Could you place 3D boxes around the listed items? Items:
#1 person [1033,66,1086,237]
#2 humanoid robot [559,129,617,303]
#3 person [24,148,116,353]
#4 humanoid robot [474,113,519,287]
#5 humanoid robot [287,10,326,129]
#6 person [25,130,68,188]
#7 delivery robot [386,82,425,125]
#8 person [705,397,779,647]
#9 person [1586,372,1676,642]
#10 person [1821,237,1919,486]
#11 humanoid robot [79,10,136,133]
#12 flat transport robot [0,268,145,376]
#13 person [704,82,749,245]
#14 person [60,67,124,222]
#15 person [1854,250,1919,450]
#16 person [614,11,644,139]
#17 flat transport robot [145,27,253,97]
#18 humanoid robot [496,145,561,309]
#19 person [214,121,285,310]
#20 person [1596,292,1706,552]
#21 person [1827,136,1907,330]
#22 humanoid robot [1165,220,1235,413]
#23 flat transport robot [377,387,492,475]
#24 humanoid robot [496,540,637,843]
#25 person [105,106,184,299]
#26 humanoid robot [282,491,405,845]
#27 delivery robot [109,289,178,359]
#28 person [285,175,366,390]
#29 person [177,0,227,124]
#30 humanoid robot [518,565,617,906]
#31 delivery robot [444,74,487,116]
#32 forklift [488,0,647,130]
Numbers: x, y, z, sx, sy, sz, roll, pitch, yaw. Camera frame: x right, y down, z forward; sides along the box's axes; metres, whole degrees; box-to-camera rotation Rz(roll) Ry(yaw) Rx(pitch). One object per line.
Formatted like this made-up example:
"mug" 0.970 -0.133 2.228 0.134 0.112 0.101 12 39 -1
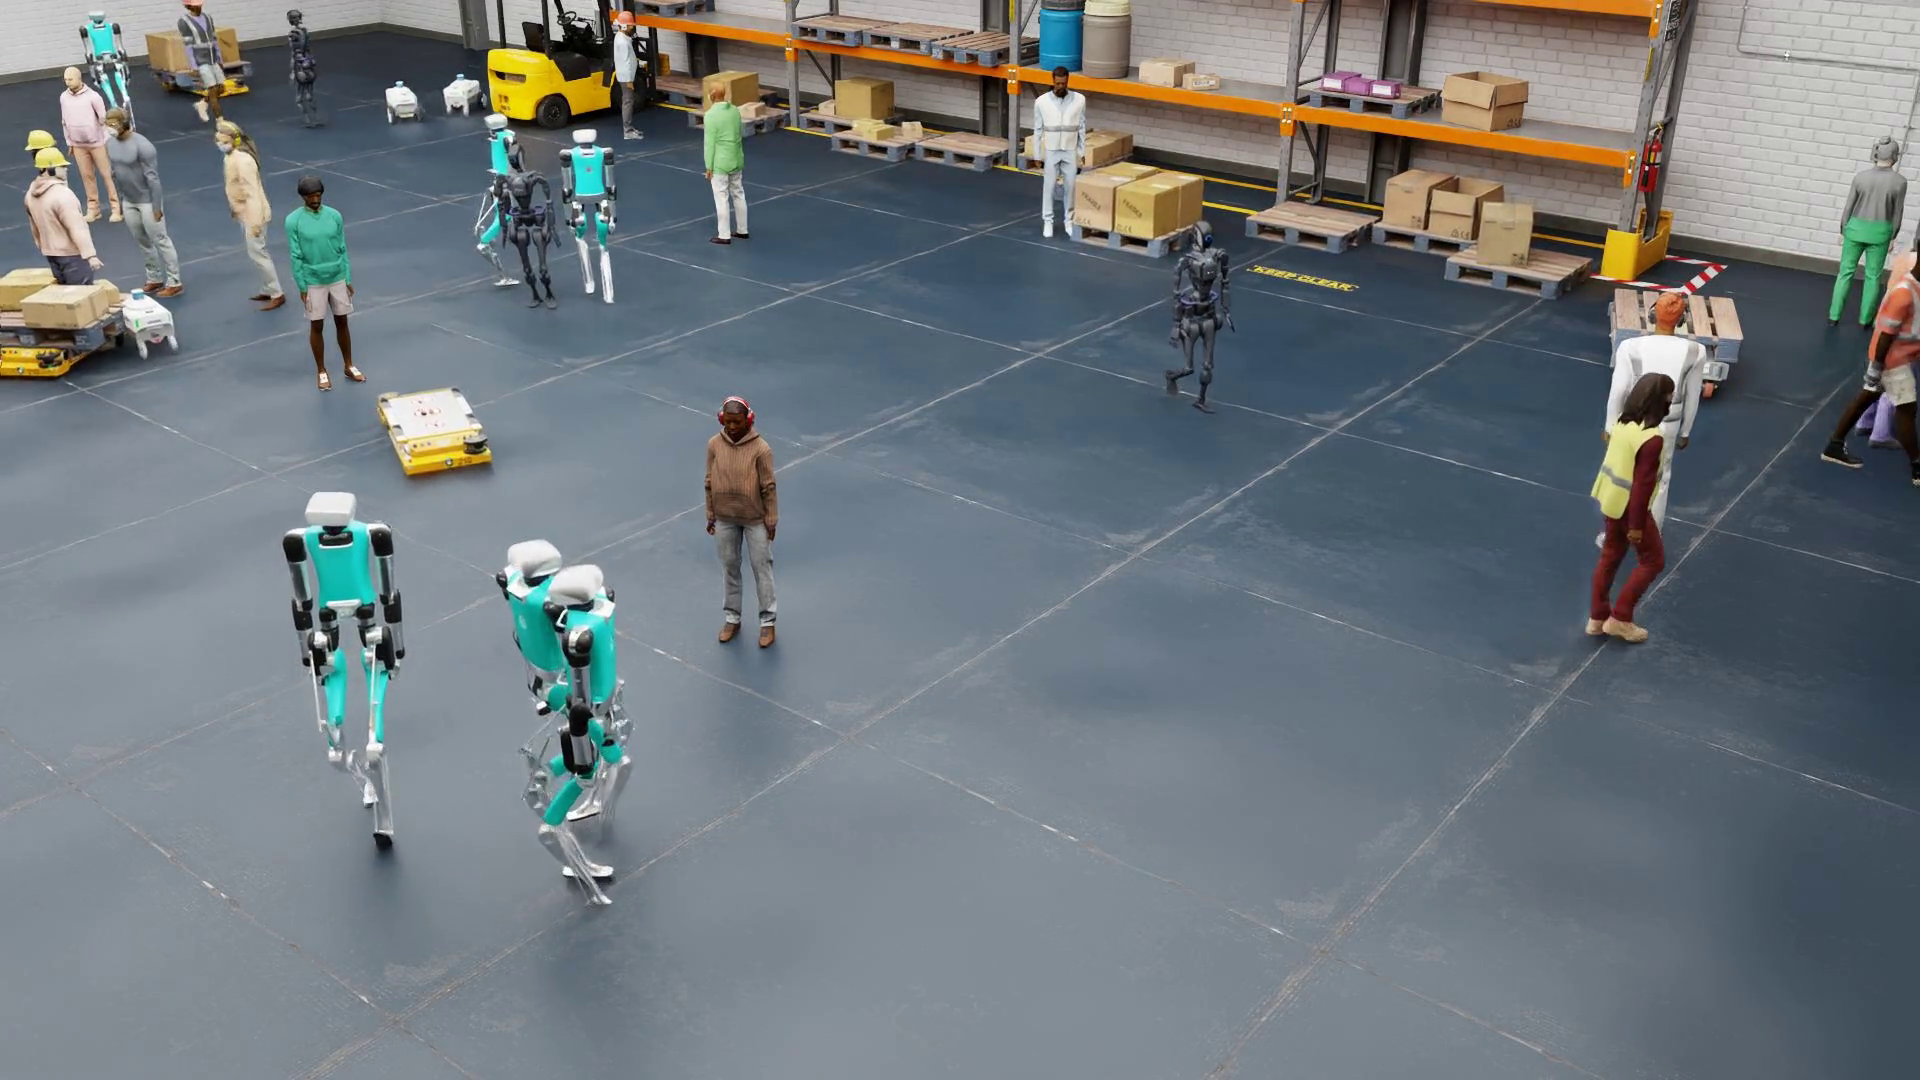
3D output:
"person" 1.119 -4.386 18.775 0.598 1.909 0.400 -4 26 -8
"humanoid robot" -3.722 -3.285 16.686 0.530 1.762 0.805 -8 27 -16
"person" -8.177 -2.633 15.188 0.800 1.865 0.421 15 29 28
"humanoid robot" -4.774 -3.375 16.911 0.679 1.832 0.530 -17 30 -31
"humanoid robot" -9.504 -6.810 24.048 0.332 1.654 0.583 2 26 4
"person" -8.838 -3.138 16.349 0.319 1.765 0.534 -13 28 -24
"delivery robot" -8.265 -6.475 24.667 0.499 0.608 0.801 -12 28 -24
"person" -1.333 -0.126 10.248 0.462 1.648 0.327 6 26 11
"person" 4.171 -0.196 10.251 0.517 1.763 0.502 -1 26 -2
"person" 7.180 -1.365 12.516 0.990 1.910 0.610 16 30 29
"humanoid robot" -11.903 -6.492 23.377 0.531 1.774 1.016 -16 30 -29
"flat transport robot" -8.290 -1.835 15.371 0.659 0.231 1.431 2 26 4
"person" -2.622 -4.196 18.535 0.388 1.776 0.539 18 31 32
"person" -10.111 -4.596 19.346 0.536 1.781 0.401 0 26 1
"person" 7.440 -1.624 13.133 0.379 1.836 0.564 0 26 1
"person" -4.671 -6.545 23.434 0.352 1.740 0.571 -6 26 -13
"flat transport robot" -12.161 -7.333 26.757 1.431 0.231 0.659 18 31 33
"humanoid robot" -4.216 -3.074 16.322 0.590 1.636 0.404 0 26 -1
"person" -7.026 -3.211 16.399 0.385 1.866 0.731 -17 31 -32
"person" 4.675 -0.764 11.299 0.572 1.883 0.357 7 27 13
"person" 8.632 -2.920 15.802 0.510 1.849 0.344 15 30 29
"humanoid robot" 1.978 -1.884 13.862 0.609 1.643 0.493 -13 29 -25
"flat transport robot" -4.268 -0.905 13.445 0.659 0.231 1.431 -12 28 -23
"humanoid robot" -1.841 0.783 8.350 0.556 1.851 0.757 23 34 38
"person" -8.215 -3.380 16.673 0.621 1.930 0.388 12 28 23
"humanoid robot" -3.096 0.729 8.464 0.545 1.861 0.833 -6 26 -12
"delivery robot" -7.586 -2.032 15.450 0.499 0.595 0.797 -21 33 -36
"person" -5.511 -2.240 14.395 0.491 1.848 0.397 -19 32 -34
"person" -10.829 -6.847 23.755 0.667 2.015 0.619 9 27 18
"humanoid robot" -1.928 0.952 7.923 0.693 1.810 0.546 1 26 2
"delivery robot" -7.534 -6.752 25.237 0.499 0.606 0.790 2 26 4
"forklift" -5.874 -7.334 24.552 1.214 2.155 2.313 19 32 34
